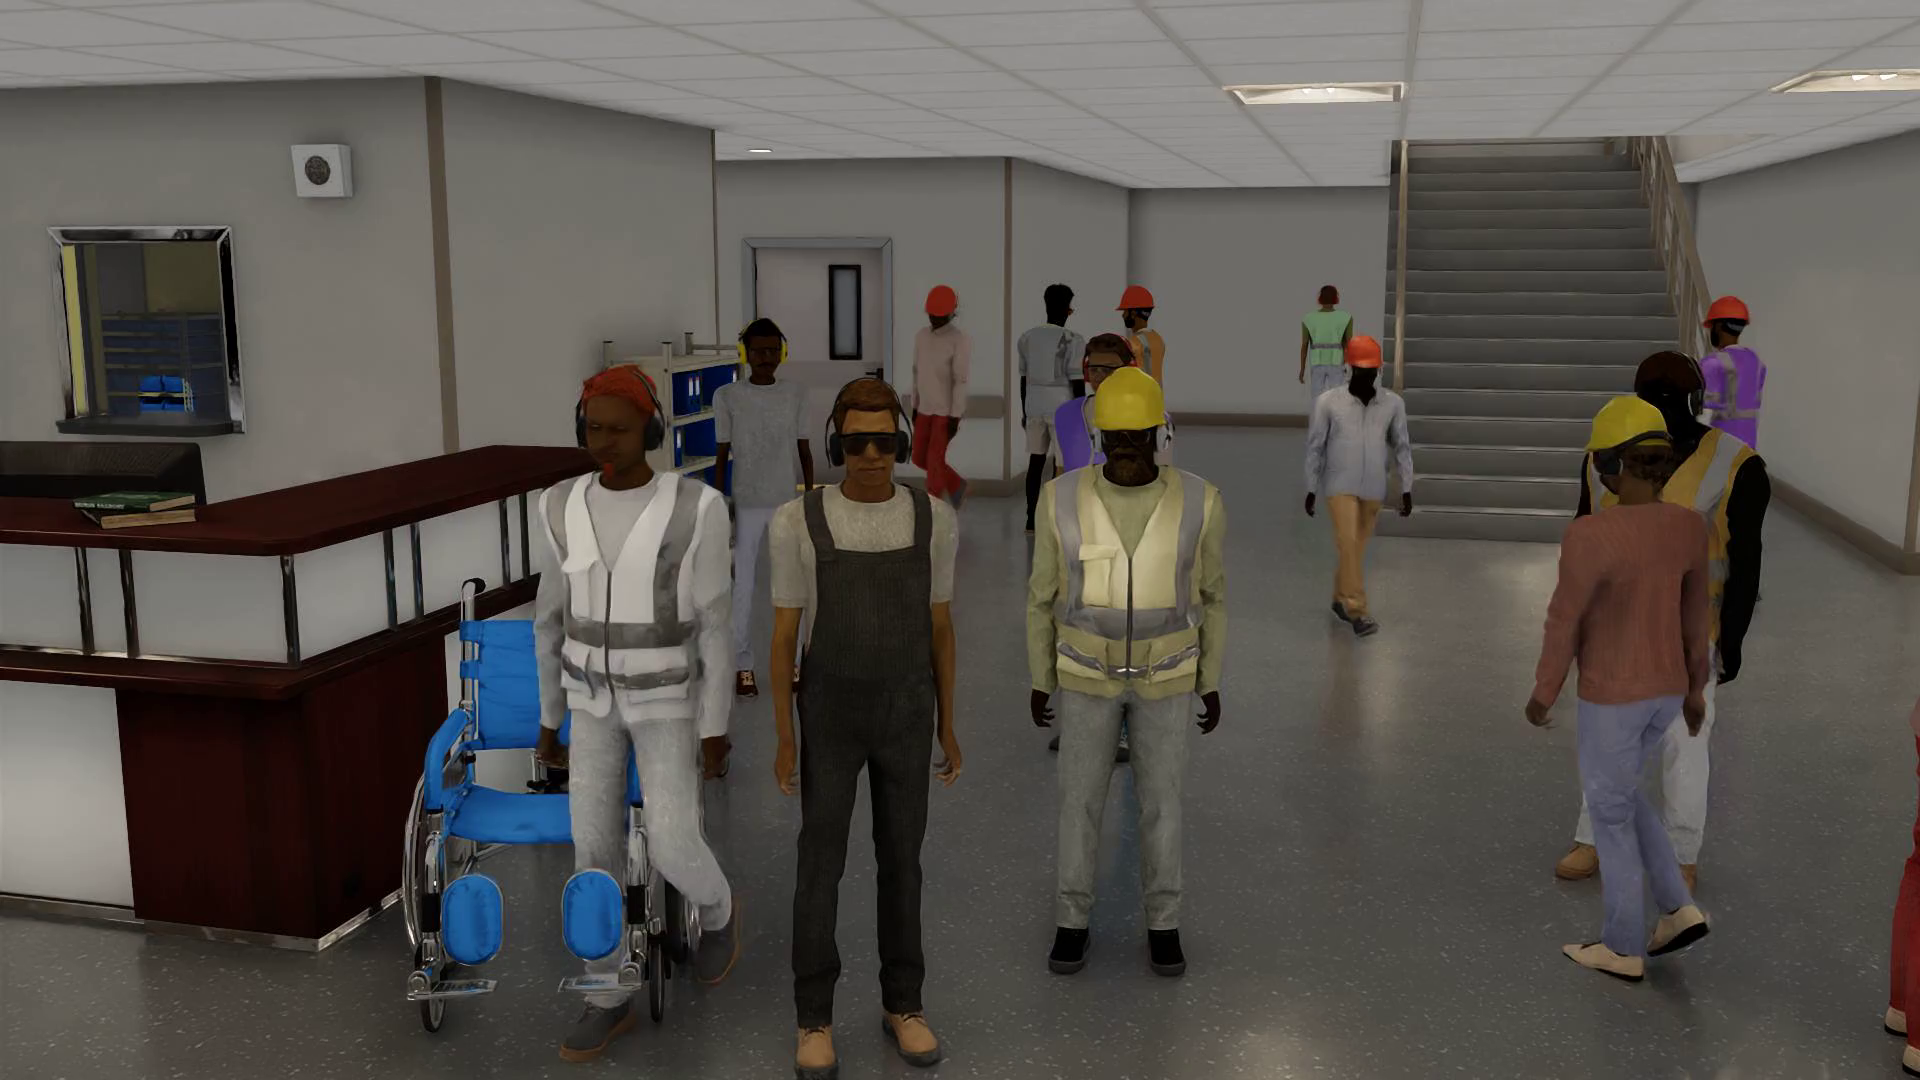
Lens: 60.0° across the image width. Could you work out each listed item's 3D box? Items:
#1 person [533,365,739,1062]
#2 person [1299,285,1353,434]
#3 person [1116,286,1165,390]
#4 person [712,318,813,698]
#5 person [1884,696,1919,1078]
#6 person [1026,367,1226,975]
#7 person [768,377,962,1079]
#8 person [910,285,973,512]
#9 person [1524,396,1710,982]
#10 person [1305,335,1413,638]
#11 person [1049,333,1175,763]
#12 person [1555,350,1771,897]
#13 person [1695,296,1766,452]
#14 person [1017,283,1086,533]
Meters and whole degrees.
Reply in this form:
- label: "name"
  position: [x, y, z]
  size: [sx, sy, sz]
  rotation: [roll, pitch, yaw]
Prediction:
- label: "person"
  position: [-0.881, 0.451, 4.571]
  size: [0.593, 1.868, 0.586]
  rotation: [3, 10, 16]
- label: "person"
  position: [4.148, -1.956, 18.823]
  size: [0.587, 1.841, 0.380]
  rotation: [2, 10, 13]
- label: "person"
  position: [1.340, -0.953, 12.628]
  size: [0.373, 1.934, 0.551]
  rotation: [5, 11, 27]
- label: "person"
  position: [-0.953, -0.154, 8.167]
  size: [0.508, 1.858, 0.326]
  rotation: [-3, 10, -16]
- label: "person"
  position: [2.665, 0.543, 4.343]
  size: [0.320, 1.763, 0.522]
  rotation: [4, 10, 22]
- label: "person"
  position: [0.495, 0.398, 4.983]
  size: [0.600, 1.831, 0.404]
  rotation: [1, 10, 4]
- label: "person"
  position: [-0.242, 0.493, 4.376]
  size: [0.506, 1.845, 0.342]
  rotation: [-3, 10, -16]
- label: "person"
  position: [-0.104, -1.034, 13.107]
  size: [0.650, 1.943, 0.658]
  rotation: [-9, 13, -41]
- label: "person"
  position: [1.956, 0.449, 4.949]
  size: [0.519, 1.746, 0.382]
  rotation: [-5, 11, -28]
- label: "person"
  position: [2.304, -0.315, 9.542]
  size: [0.588, 1.698, 0.887]
  rotation: [-1, 10, -9]
- label: "person"
  position: [0.654, 0.028, 7.166]
  size: [0.566, 1.836, 0.381]
  rotation: [7, 12, 36]
- label: "person"
  position: [2.341, 0.286, 5.619]
  size: [0.625, 1.844, 0.429]
  rotation: [8, 13, 40]
- label: "person"
  position: [4.846, -0.558, 10.423]
  size: [0.606, 1.905, 0.630]
  rotation: [-7, 12, -35]
- label: "person"
  position: [0.723, -0.995, 12.838]
  size: [0.609, 1.954, 0.387]
  rotation: [8, 12, 38]
